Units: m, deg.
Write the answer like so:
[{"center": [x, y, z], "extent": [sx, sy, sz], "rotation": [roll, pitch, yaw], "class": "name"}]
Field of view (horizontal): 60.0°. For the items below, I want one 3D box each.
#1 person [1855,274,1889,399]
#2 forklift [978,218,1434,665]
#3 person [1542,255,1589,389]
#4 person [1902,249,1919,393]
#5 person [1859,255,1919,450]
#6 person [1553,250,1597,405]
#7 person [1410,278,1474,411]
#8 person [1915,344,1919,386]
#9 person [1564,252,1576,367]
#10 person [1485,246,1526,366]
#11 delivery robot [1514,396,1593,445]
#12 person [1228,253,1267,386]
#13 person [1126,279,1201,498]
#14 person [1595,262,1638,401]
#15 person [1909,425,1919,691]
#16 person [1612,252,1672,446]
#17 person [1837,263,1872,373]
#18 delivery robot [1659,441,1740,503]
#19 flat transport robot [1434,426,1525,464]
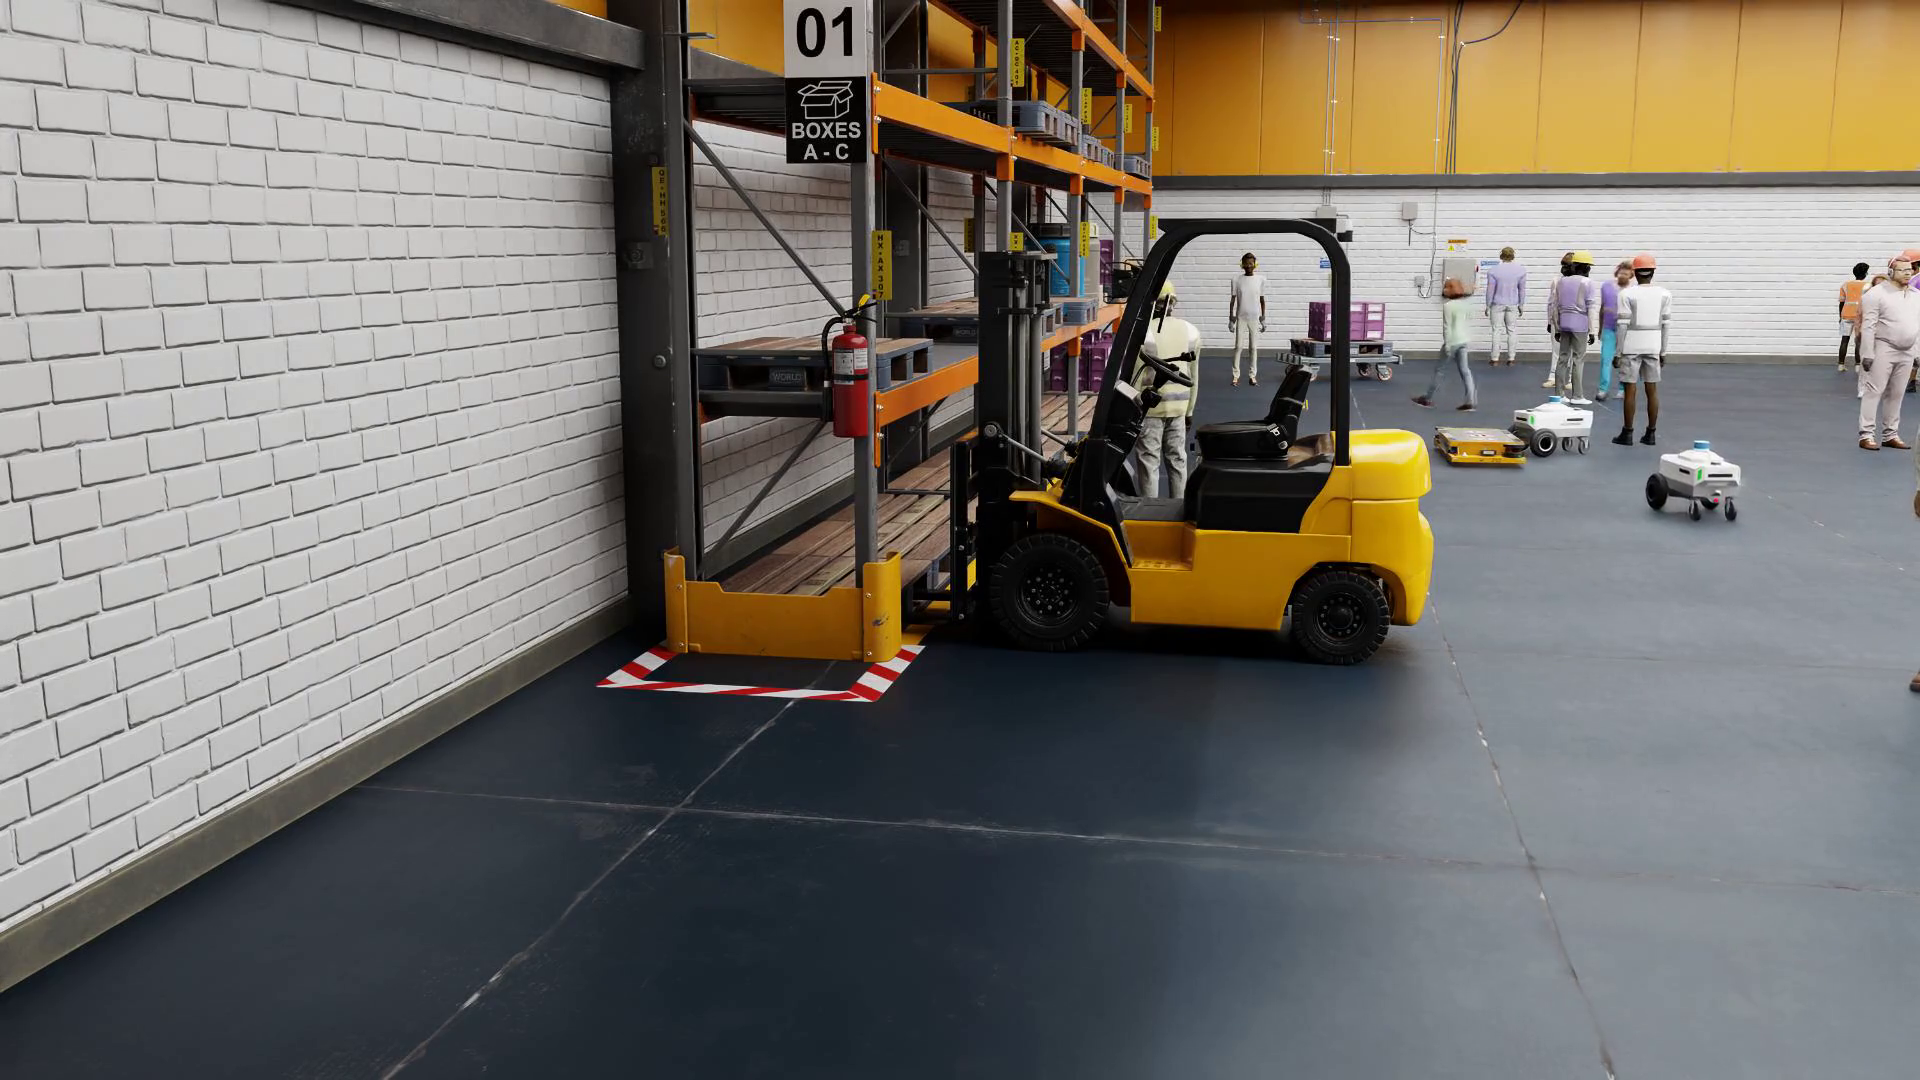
[{"center": [11.798, -2.602, 21.383], "extent": [0.534, 1.604, 0.770], "rotation": [6, 12, 29], "class": "person"}, {"center": [1.285, -0.567, 8.635], "extent": [2.313, 2.155, 1.214], "rotation": [2, 11, 11], "class": "forklift"}, {"center": [8.370, -2.996, 22.925], "extent": [0.430, 1.841, 0.624], "rotation": [-8, 13, -39], "class": "person"}, {"center": [12.770, -2.948, 22.415], "extent": [0.369, 1.929, 0.542], "rotation": [1, 10, 3], "class": "person"}, {"center": [9.177, -1.834, 16.368], "extent": [0.651, 1.906, 0.409], "rotation": [-3, 11, -14], "class": "person"}, {"center": [7.707, -2.653, 20.819], "extent": [0.380, 1.919, 0.594], "rotation": [-6, 12, -31], "class": "person"}, {"center": [5.917, -2.365, 20.142], "extent": [0.516, 1.582, 0.867], "rotation": [-8, 13, -39], "class": "person"}, {"center": [13.662, -3.090, 23.371], "extent": [0.529, 1.869, 0.312], "rotation": [-10, 14, -42], "class": "person"}, {"center": [9.819, -3.712, 26.843], "extent": [0.429, 1.844, 0.625], "rotation": [3, 11, 16], "class": "person"}, {"center": [8.846, -3.792, 27.015], "extent": [0.637, 1.938, 0.356], "rotation": [0, 10, 2], "class": "person"}, {"center": [5.728, -1.146, 16.047], "extent": [0.707, 0.478, 0.477], "rotation": [-3, 11, -14], "class": "delivery robot"}, {"center": [4.051, -3.100, 23.411], "extent": [0.539, 1.869, 0.313], "rotation": [0, 10, 2], "class": "person"}, {"center": [1.362, -0.899, 11.449], "extent": [0.586, 1.833, 0.403], "rotation": [-5, 12, -27], "class": "person"}, {"center": [8.388, -2.647, 21.200], "extent": [0.606, 1.767, 0.959], "rotation": [7, 12, 34], "class": "person"}, {"center": [4.671, -0.236, 7.524], "extent": [0.635, 1.936, 0.355], "rotation": [6, 12, 32], "class": "person"}, {"center": [6.834, -1.915, 16.733], "extent": [0.548, 1.934, 0.375], "rotation": [0, 10, -2], "class": "person"}, {"center": [13.808, -3.420, 25.634], "extent": [0.318, 1.695, 0.539], "rotation": [-7, 13, -35], "class": "person"}, {"center": [5.570, -0.505, 12.533], "extent": [0.477, 0.478, 0.707], "rotation": [0, 10, -1], "class": "delivery robot"}, {"center": [4.910, -0.906, 15.770], "extent": [0.652, 0.197, 1.431], "rotation": [2, 11, 9], "class": "flat transport robot"}]
